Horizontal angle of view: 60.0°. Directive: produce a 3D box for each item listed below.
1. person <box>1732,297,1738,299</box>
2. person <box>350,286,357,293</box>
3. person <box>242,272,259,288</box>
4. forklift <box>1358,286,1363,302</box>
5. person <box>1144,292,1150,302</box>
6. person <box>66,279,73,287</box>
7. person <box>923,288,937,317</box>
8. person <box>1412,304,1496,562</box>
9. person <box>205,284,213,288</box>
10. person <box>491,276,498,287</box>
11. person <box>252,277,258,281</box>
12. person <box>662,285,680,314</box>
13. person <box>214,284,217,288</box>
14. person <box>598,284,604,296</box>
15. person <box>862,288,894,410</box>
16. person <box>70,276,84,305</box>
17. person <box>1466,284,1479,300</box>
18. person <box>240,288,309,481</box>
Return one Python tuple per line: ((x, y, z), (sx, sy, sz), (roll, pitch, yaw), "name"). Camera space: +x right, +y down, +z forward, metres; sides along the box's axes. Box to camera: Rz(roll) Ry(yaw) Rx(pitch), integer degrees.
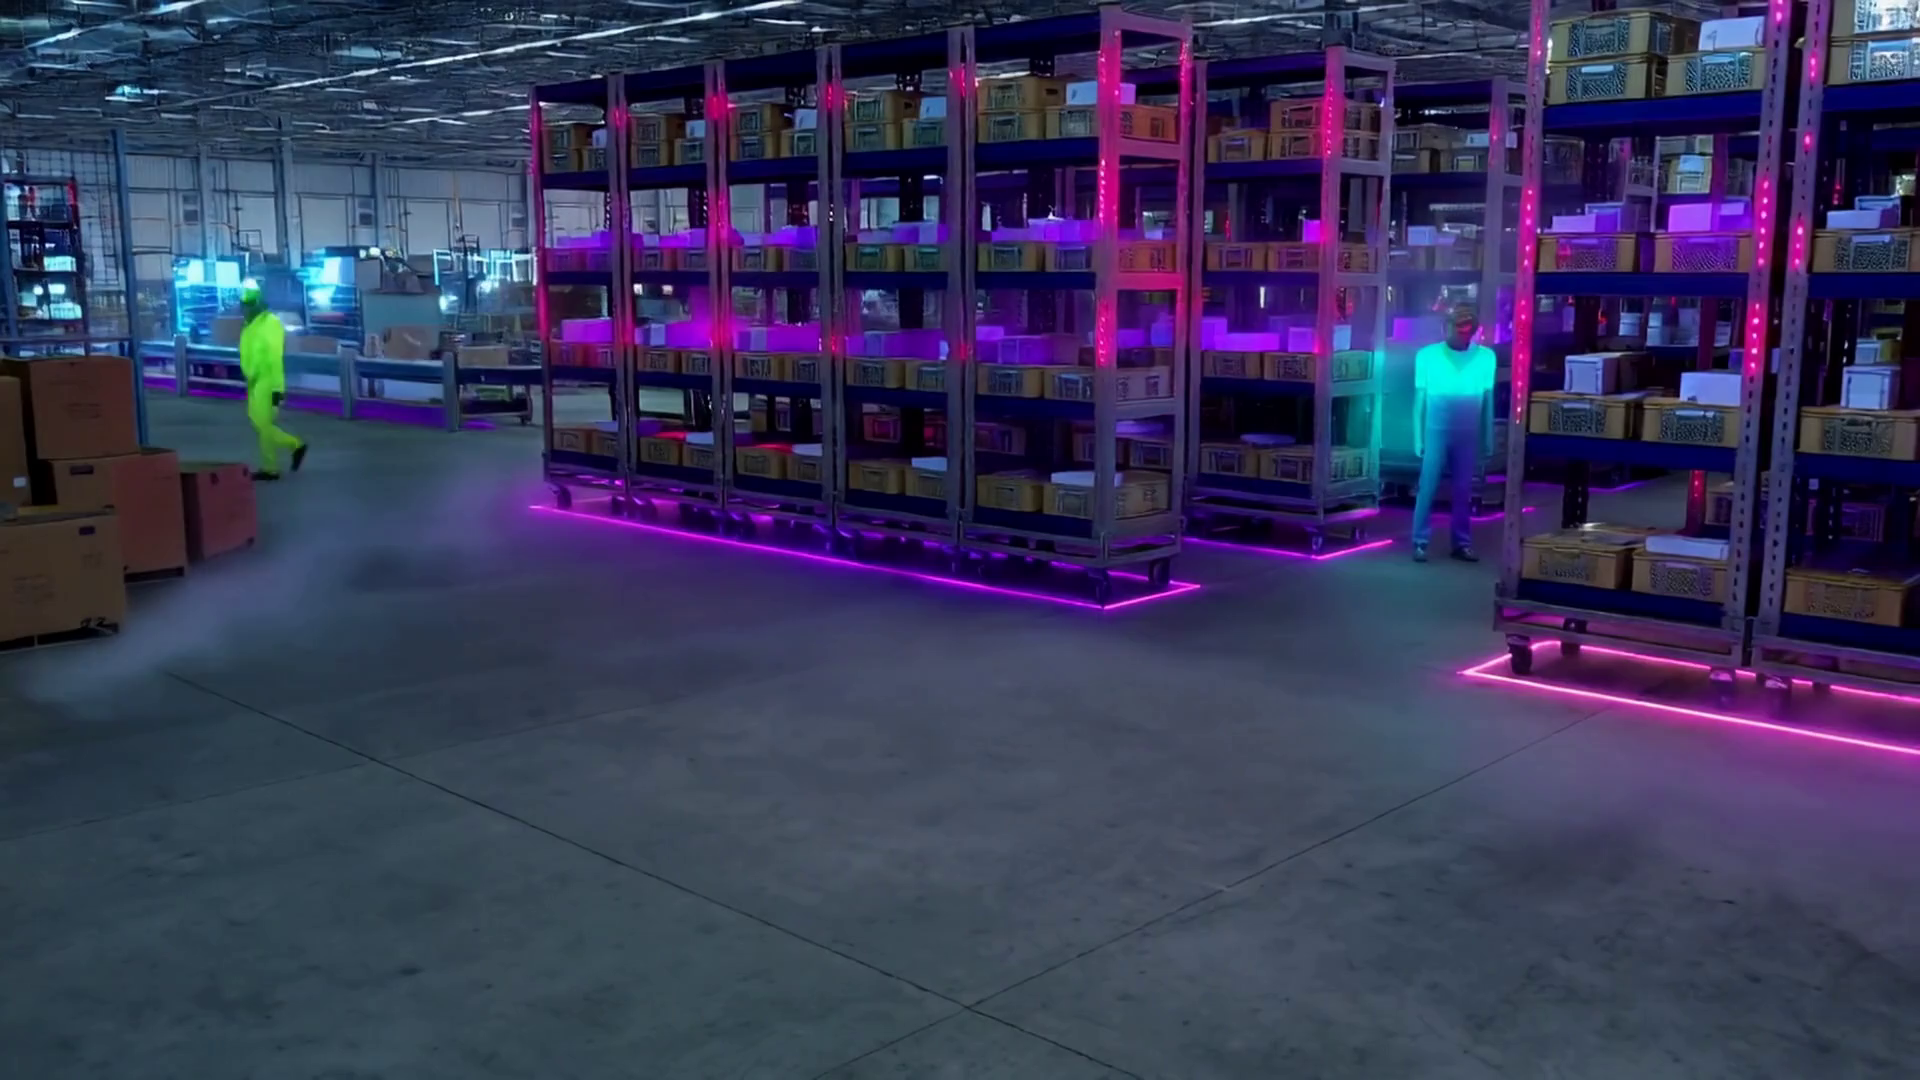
((17.027, -4.801, 36.283), (0.839, 1.927, 0.638), (-2, 10, -14), "person")
((-23.457, -9.355, 64.500), (0.526, 1.842, 0.674), (2, 10, 15), "person")
((-26.719, -9.124, 62.695), (0.621, 1.970, 0.628), (-3, 10, -16), "person")
((11.100, -7.017, 46.970), (1.873, 2.768, 1.129), (9, 13, 43), "forklift")
((7.028, -9.023, 62.891), (0.316, 1.694, 0.541), (1, 9, 3), "person")
((-39.480, -10.903, 74.103), (0.680, 1.803, 0.466), (-1, 9, -6), "person")
((-0.813, -6.111, 44.625), (0.403, 1.827, 0.601), (1, 9, 5), "person")
((3.473, -0.745, 11.744), (0.580, 1.832, 0.404), (0, 9, -2), "person")
((-37.182, -12.197, 82.355), (0.568, 1.694, 0.316), (6, 11, 33), "person")
((-21.983, -11.614, 78.626), (0.301, 1.745, 0.483), (-8, 12, -39), "person")
((-27.498, -9.370, 64.843), (0.366, 1.756, 0.524), (-9, 13, -43), "person")
((-6.322, -4.651, 35.975), (0.518, 1.732, 0.880), (-4, 10, -21), "person")
((-33.892, -11.333, 76.424), (0.969, 1.892, 0.651), (-1, 9, -4), "person")
((-13.651, -9.061, 62.069), (0.838, 2.000, 0.705), (-5, 10, -27), "person")
((-1.109, -2.558, 22.912), (0.605, 1.814, 0.658), (7, 12, 37), "person")
((-24.751, -6.522, 46.560), (0.854, 2.022, 0.614), (-2, 10, -13), "person")
((13.880, -6.260, 45.259), (0.665, 1.914, 0.723), (-7, 11, -35), "person")
((-6.794, -1.540, 16.414), (0.621, 1.894, 0.650), (-8, 13, -42), "person")
